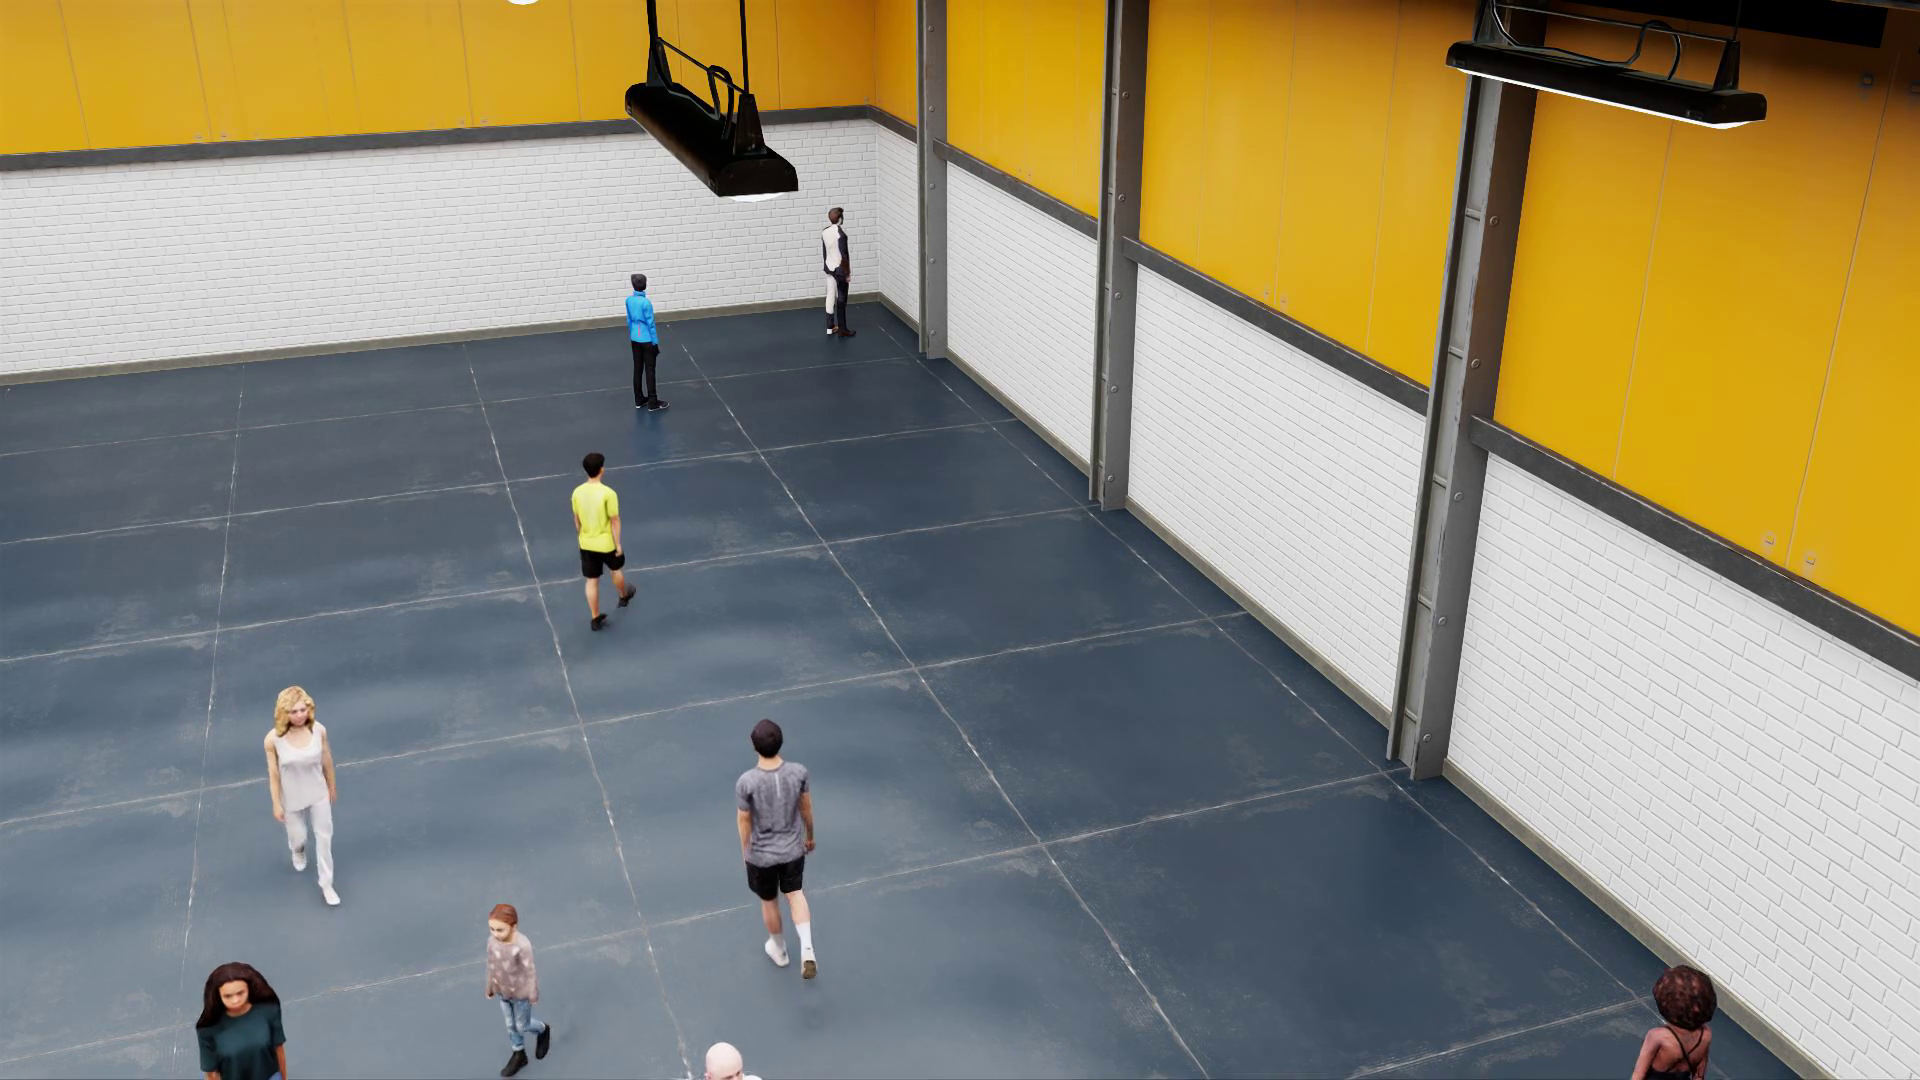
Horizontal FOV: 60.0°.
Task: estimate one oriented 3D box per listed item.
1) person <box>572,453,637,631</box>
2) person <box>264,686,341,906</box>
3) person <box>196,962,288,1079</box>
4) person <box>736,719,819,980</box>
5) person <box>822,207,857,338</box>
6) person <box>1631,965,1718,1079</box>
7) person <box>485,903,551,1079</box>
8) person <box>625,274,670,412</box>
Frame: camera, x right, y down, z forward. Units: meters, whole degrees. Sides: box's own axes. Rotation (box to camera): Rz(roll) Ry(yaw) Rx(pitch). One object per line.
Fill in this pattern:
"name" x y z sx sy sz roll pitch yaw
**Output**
"person" -3.417 0.043 15.598 0.942 1.683 1.094 4 24 9
"person" -4.637 1.757 11.709 0.714 1.657 0.921 -14 27 -30
"person" -3.884 2.953 9.082 0.637 1.570 1.105 -10 26 -22
"person" -1.167 2.057 10.778 0.691 1.854 0.911 -9 25 -20
"person" -1.812 -3.957 24.488 0.819 1.891 0.669 -20 31 -39
"person" 3.678 3.043 8.625 0.581 1.772 0.979 -7 24 -15
"person" -2.691 2.699 10.141 0.651 1.188 0.711 10 26 22
"person" -4.087 -2.554 21.402 0.660 1.793 0.756 16 28 33
